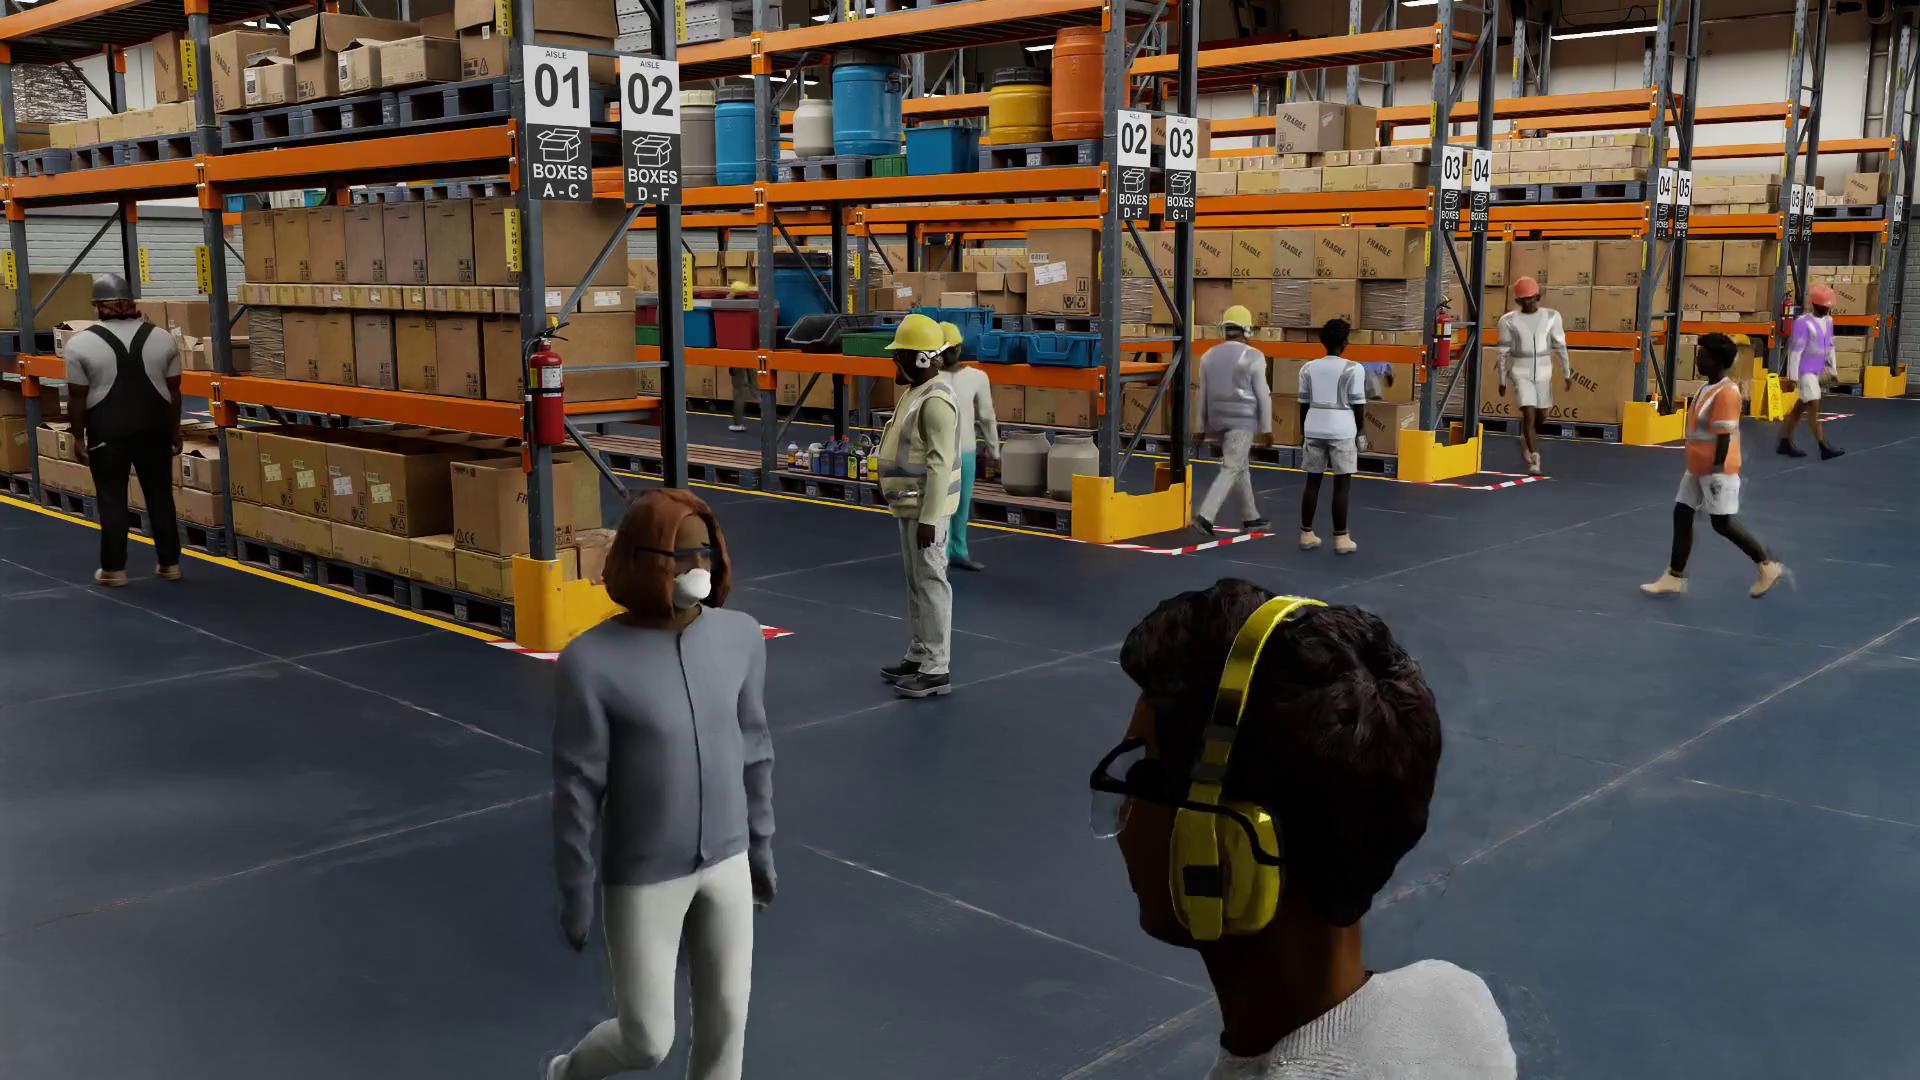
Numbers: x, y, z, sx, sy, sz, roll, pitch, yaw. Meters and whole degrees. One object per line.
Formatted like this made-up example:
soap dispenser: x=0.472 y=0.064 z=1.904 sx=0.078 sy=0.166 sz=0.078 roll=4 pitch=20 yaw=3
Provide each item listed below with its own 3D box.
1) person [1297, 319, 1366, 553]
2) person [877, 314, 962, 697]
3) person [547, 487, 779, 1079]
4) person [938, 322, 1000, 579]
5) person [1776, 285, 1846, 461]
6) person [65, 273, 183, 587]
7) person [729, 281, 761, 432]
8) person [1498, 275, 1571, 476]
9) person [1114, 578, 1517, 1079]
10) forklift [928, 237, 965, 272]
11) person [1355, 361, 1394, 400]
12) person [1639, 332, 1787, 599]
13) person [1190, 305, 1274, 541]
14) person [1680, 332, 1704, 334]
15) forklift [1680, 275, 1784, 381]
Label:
person: x=2.702 y=-0.759 z=12.111 sx=0.534 sy=1.694 sz=0.318 roll=9 pitch=13 yaw=43
person: x=-0.199 y=-0.173 z=8.075 sx=0.404 sy=1.833 sz=0.590 roll=-2 pitch=10 yaw=-13
person: x=-0.637 y=0.680 z=3.506 sx=0.505 sy=1.617 sz=0.564 roll=-9 pitch=13 yaw=-43
person: x=-0.026 y=-0.584 z=11.002 sx=0.582 sy=1.705 sz=0.830 roll=-3 pitch=10 yaw=-18
person: x=9.213 y=-1.796 z=17.906 sx=0.530 sy=1.868 sz=0.929 roll=-6 pitch=11 yaw=-34
person: x=-5.484 y=-0.721 z=10.930 sx=0.689 sy=2.000 sz=0.535 roll=-7 pitch=12 yaw=-38
person: x=-2.664 y=-2.296 z=20.873 sx=0.610 sy=1.908 sz=0.714 roll=-8 pitch=12 yaw=-41
person: x=5.783 y=-1.684 z=16.871 sx=0.710 sy=1.989 sz=0.902 roll=1 pitch=9 yaw=4
person: x=0.156 y=0.933 z=1.316 sx=0.941 sy=1.822 sz=0.555 roll=6 pitch=11 yaw=33
forklift: x=-0.326 y=-5.817 z=39.609 sx=1.129 sy=2.768 sz=1.873 roll=9 pitch=13 yaw=43
person: x=4.565 y=-1.924 z=18.644 sx=0.550 sy=1.902 sz=0.941 roll=-6 pitch=11 yaw=-34
person: x=4.712 y=-0.450 z=10.286 sx=0.783 sy=1.668 sz=0.539 roll=1 pitch=9 yaw=7
person: x=2.068 y=-0.901 z=12.725 sx=0.967 sy=1.778 sz=0.579 roll=-7 pitch=12 yaw=-37
person: x=11.236 y=-3.014 z=25.691 sx=1.006 sy=1.788 sz=0.618 roll=8 pitch=12 yaw=42
forklift: x=12.480 y=-3.427 z=27.053 sx=1.214 sy=2.155 sz=2.313 roll=9 pitch=13 yaw=43
